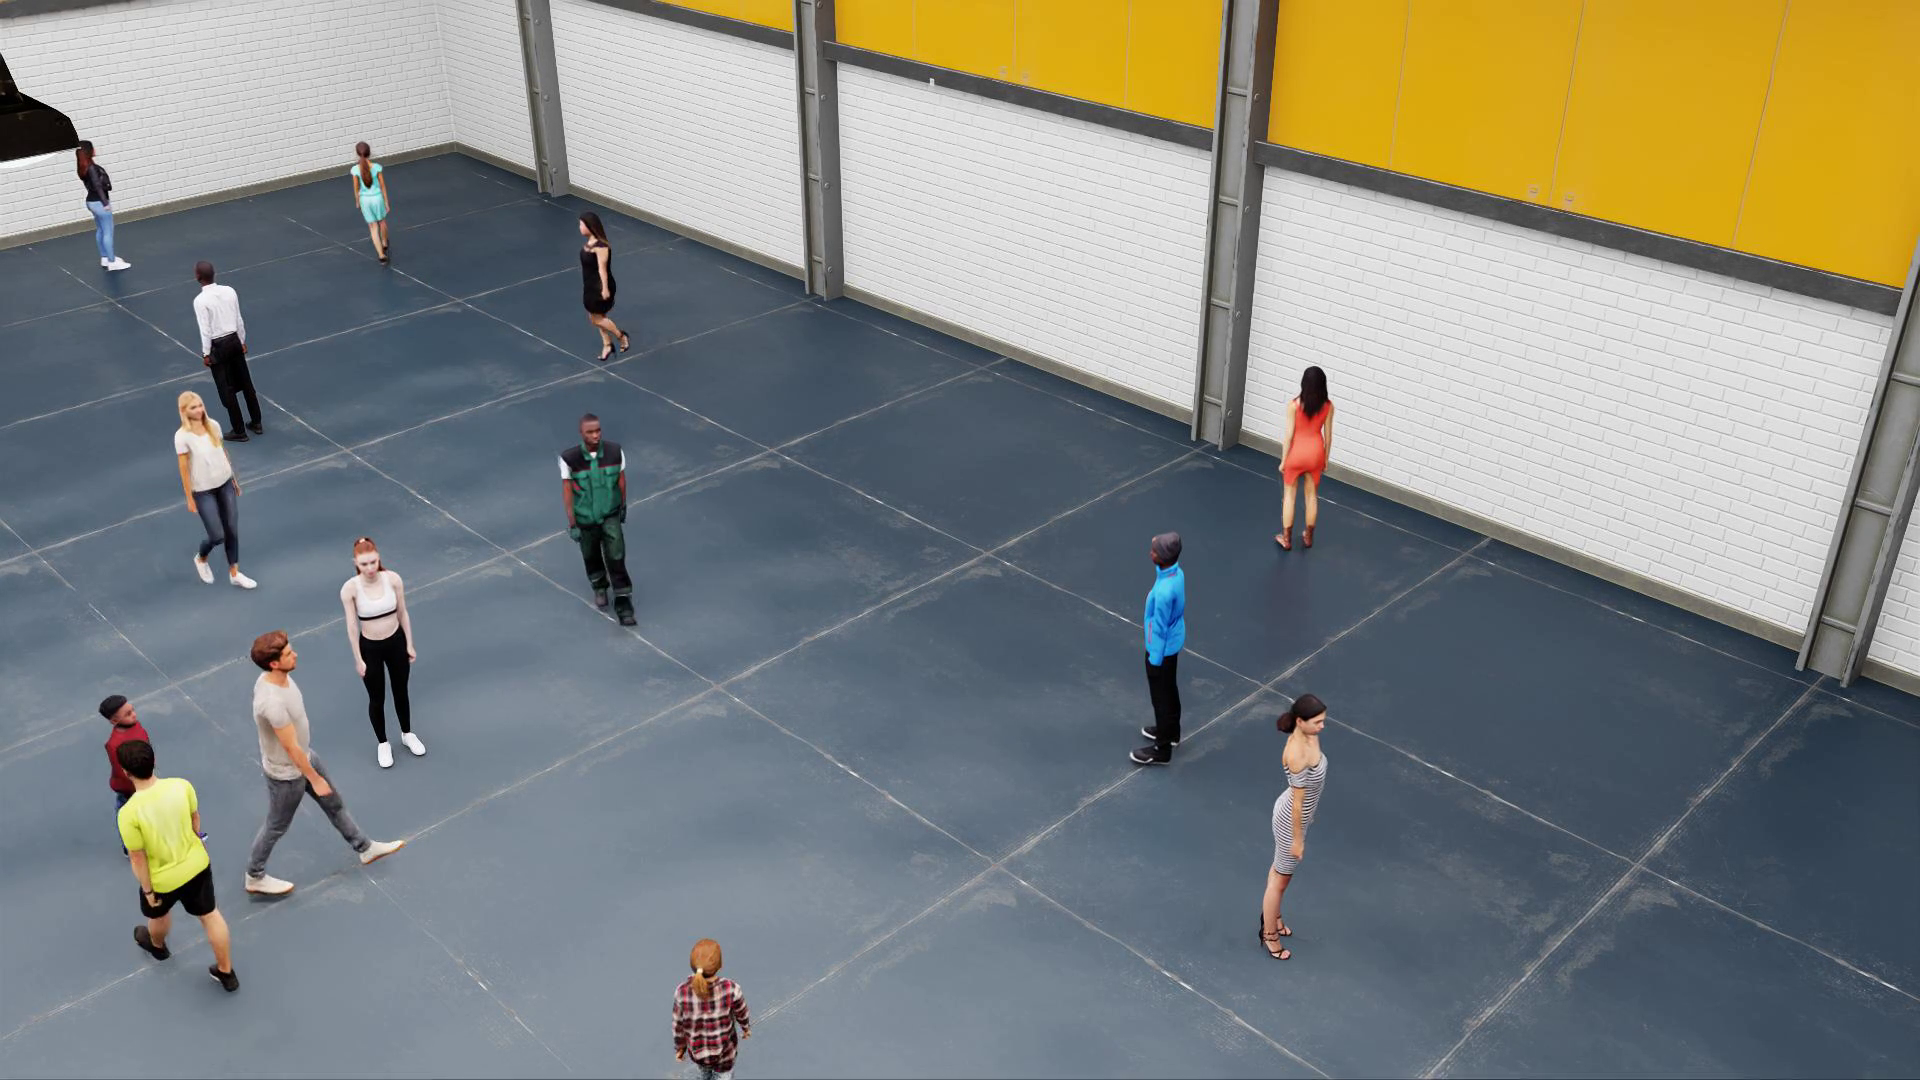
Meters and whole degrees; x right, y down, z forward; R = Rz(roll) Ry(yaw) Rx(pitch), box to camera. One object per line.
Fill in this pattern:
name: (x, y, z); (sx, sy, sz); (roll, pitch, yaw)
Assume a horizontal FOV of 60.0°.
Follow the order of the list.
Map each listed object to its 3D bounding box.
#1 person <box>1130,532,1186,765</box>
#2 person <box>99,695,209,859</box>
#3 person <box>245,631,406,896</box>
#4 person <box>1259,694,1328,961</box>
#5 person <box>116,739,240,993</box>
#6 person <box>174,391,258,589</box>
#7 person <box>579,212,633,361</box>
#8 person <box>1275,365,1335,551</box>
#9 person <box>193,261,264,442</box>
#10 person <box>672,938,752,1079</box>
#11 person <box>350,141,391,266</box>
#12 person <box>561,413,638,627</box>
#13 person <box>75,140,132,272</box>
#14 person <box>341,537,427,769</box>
person: (1.449, 0.748, 11.694); (0.674, 1.795, 0.680); (9, 30, 16)
person: (-5.435, 1.553, 10.798); (0.821, 1.239, 0.740); (4, 29, 7)
person: (-4.263, 1.447, 10.359); (1.152, 1.846, 1.254); (-7, 29, -12)
person: (1.972, 1.696, 9.926); (0.684, 1.824, 0.678); (9, 30, 16)
person: (-4.510, 1.931, 9.659); (1.056, 1.666, 0.678); (23, 36, 35)
person: (-6.272, -0.412, 13.816); (0.834, 1.799, 0.730); (13, 31, 22)
person: (-3.857, -2.755, 18.209); (0.870, 1.704, 0.808); (-10, 30, -18)
person: (2.993, -0.709, 14.444); (0.670, 1.718, 0.707); (-3, 29, -5)
person: (-7.277, -1.874, 16.459); (0.639, 1.834, 0.704); (14, 32, 25)
person: (-1.305, 2.679, 8.690); (0.861, 1.280, 0.930); (-1, 29, -2)
person: (-7.473, -4.263, 21.152); (0.813, 1.534, 1.024); (-9, 30, -17)
person: (-2.964, -0.215, 13.459); (0.985, 1.795, 1.229); (-10, 30, -18)
person: (-10.877, -4.242, 21.010); (0.687, 1.633, 0.483); (-24, 37, -37)
person: (-4.065, 0.771, 11.708); (0.623, 1.740, 0.581); (-18, 33, -29)
